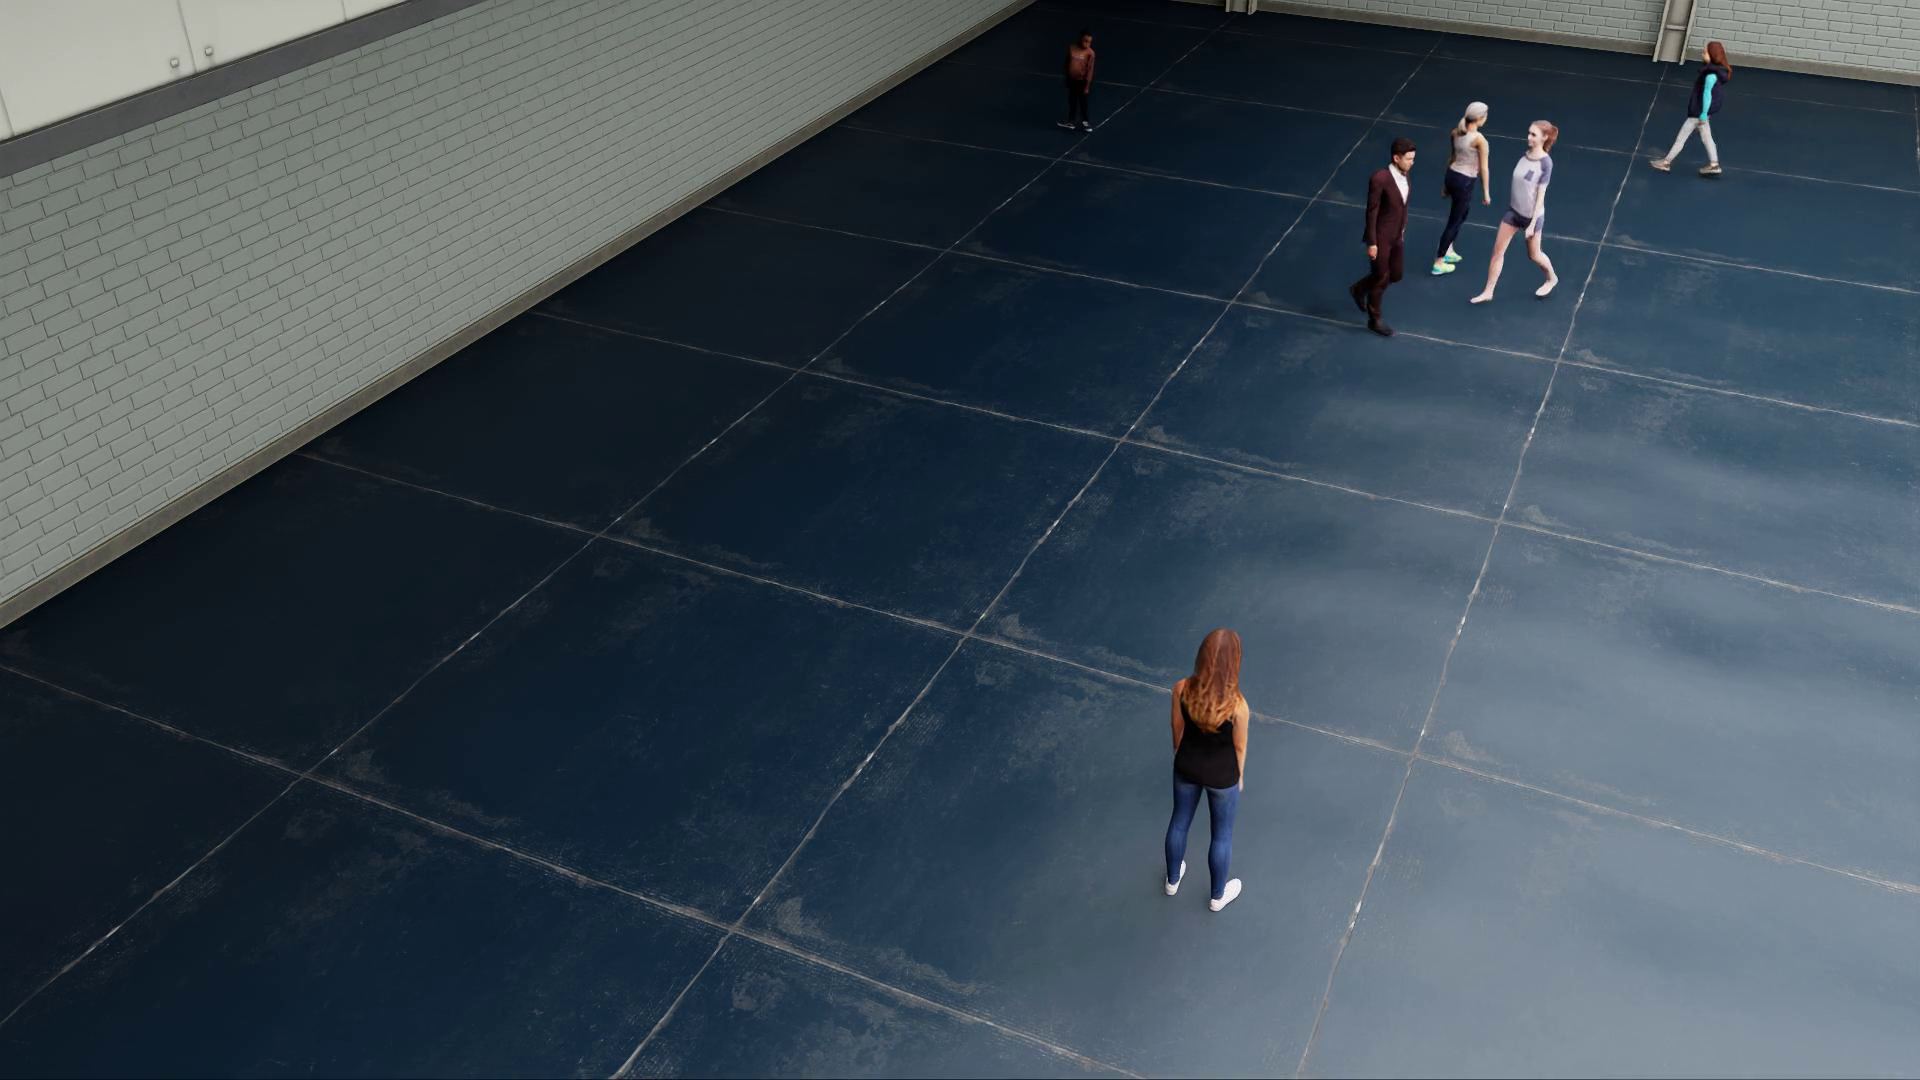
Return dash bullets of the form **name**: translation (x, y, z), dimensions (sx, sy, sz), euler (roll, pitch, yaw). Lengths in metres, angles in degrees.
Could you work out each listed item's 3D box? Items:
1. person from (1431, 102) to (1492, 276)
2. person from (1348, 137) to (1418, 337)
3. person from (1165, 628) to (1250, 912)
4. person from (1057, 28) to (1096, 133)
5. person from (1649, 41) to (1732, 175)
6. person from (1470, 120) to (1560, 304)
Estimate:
- **person**: translation (4.718, -3.338, 15.928), dimensions (0.823, 1.685, 0.764), euler (-13, 35, -20)
- **person**: translation (3.731, -2.745, 14.838), dimensions (0.920, 1.843, 1.016), euler (-28, 42, -37)
- **person**: translation (1.288, 1.207, 8.688), dimensions (0.482, 1.722, 0.673), euler (18, 36, 26)
- **person**: translation (1.378, -5.485, 19.751), dimensions (0.448, 1.237, 0.714), euler (28, 42, 37)
- **person**: translation (8.241, -4.716, 18.318), dimensions (0.968, 1.464, 0.574), euler (14, 35, 21)
- **person**: translation (5.300, -2.994, 15.341), dimensions (1.124, 1.728, 1.076), euler (-12, 34, -19)
